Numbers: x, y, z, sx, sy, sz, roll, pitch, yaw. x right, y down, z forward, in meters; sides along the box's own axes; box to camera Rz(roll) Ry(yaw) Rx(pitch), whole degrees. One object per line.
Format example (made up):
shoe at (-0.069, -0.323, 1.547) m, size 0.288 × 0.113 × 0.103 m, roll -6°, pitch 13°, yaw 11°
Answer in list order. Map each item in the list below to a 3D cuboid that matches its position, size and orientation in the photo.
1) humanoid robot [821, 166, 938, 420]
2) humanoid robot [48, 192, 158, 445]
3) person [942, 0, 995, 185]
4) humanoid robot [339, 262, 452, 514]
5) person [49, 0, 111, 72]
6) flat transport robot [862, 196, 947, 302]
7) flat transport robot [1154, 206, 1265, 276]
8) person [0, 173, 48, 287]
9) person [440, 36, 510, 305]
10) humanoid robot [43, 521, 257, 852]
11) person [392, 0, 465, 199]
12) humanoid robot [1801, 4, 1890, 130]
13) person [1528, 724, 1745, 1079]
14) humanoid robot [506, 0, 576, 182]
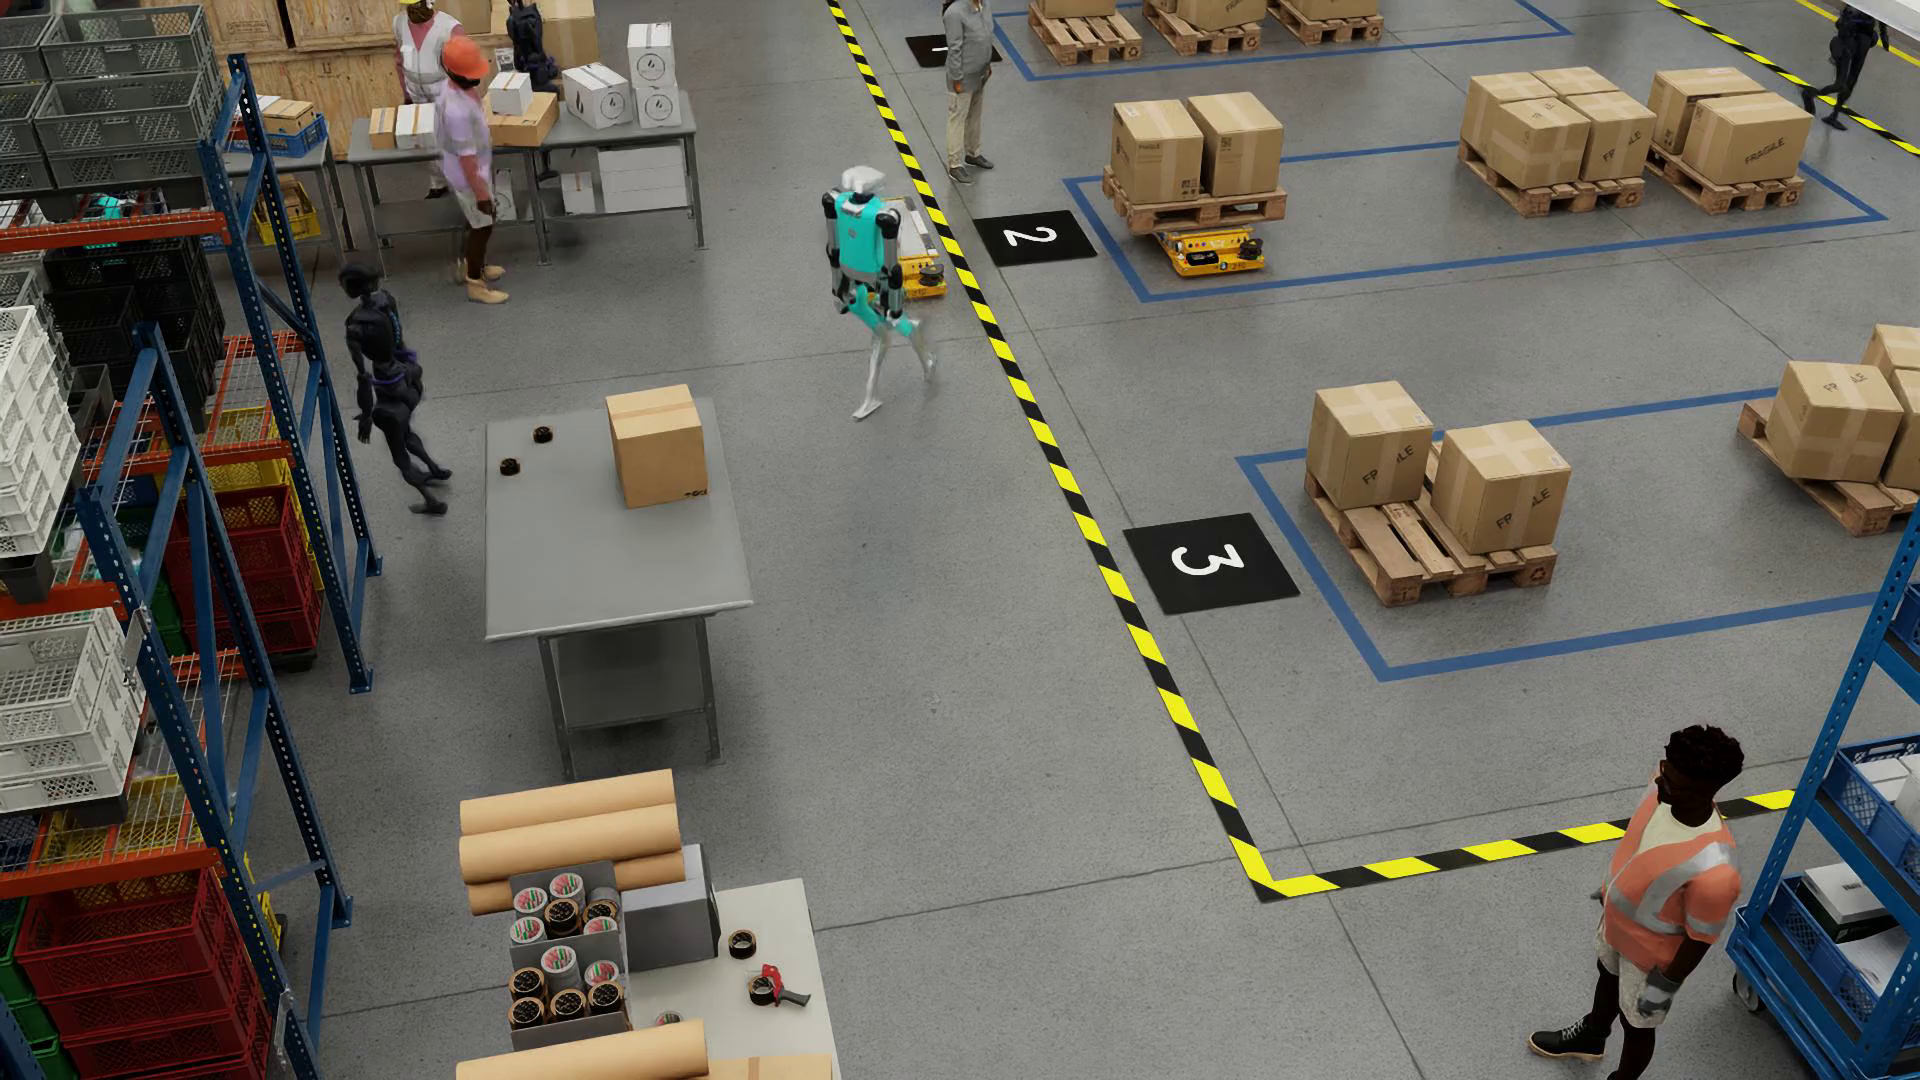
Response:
humanoid robot at (-0.422, -1.625, 10.532) m, size 0.559 × 1.794 × 0.933 m, roll 21°, pitch 41°, yaw 25°
humanoid robot at (-5.083, -1.314, 10.003) m, size 0.534 × 1.695 × 0.730 m, roll -5°, pitch 37°, yaw -6°
person at (0.060, -3.778, 13.373) m, size 0.397 × 1.769 × 0.563 m, roll 19°, pitch 41°, yaw 24°
humanoid robot at (-3.259, -0.866, 9.556) m, size 0.363 × 1.647 × 0.589 m, roll 4°, pitch 37°, yaw 6°
person at (-6.943, -3.773, 13.231) m, size 0.416 × 1.938 × 0.620 m, roll -28°, pitch 45°, yaw -32°
flat transport robot at (-0.570, -2.220, 12.538) m, size 0.659 × 0.231 × 1.431 m, roll -8°, pitch 37°, yaw -10°
flat transport robot at (1.798, -2.476, 12.858) m, size 0.652 × 0.197 × 1.431 m, roll -8°, pitch 37°, yaw -10°
person at (-5.928, -1.668, 10.442) m, size 0.583 × 1.882 × 0.337 m, roll -30°, pitch 46°, yaw -34°
person at (-3.363, -2.545, 11.530) m, size 0.507 × 1.991 × 0.648 m, roll -6°, pitch 37°, yaw -8°
humanoid robot at (-3.858, 0.747, 7.360) m, size 1.025 × 1.771 × 0.536 m, roll -20°, pitch 41°, yaw -24°
person at (-4.076, -3.470, 12.910) m, size 0.596 × 1.828 × 0.403 m, roll 6°, pitch 37°, yaw 8°
humanoid robot at (7.654, -4.347, 14.215) m, size 0.602 × 1.649 × 0.446 m, roll -14°, pitch 39°, yaw -18°
person at (2.547, 1.442, 6.194) m, size 0.367 × 1.966 × 0.602 m, roll -1°, pitch 37°, yaw -1°
humanoid robot at (-3.336, -3.732, 13.400) m, size 0.576 × 1.640 × 0.594 m, roll -23°, pitch 43°, yaw -28°
